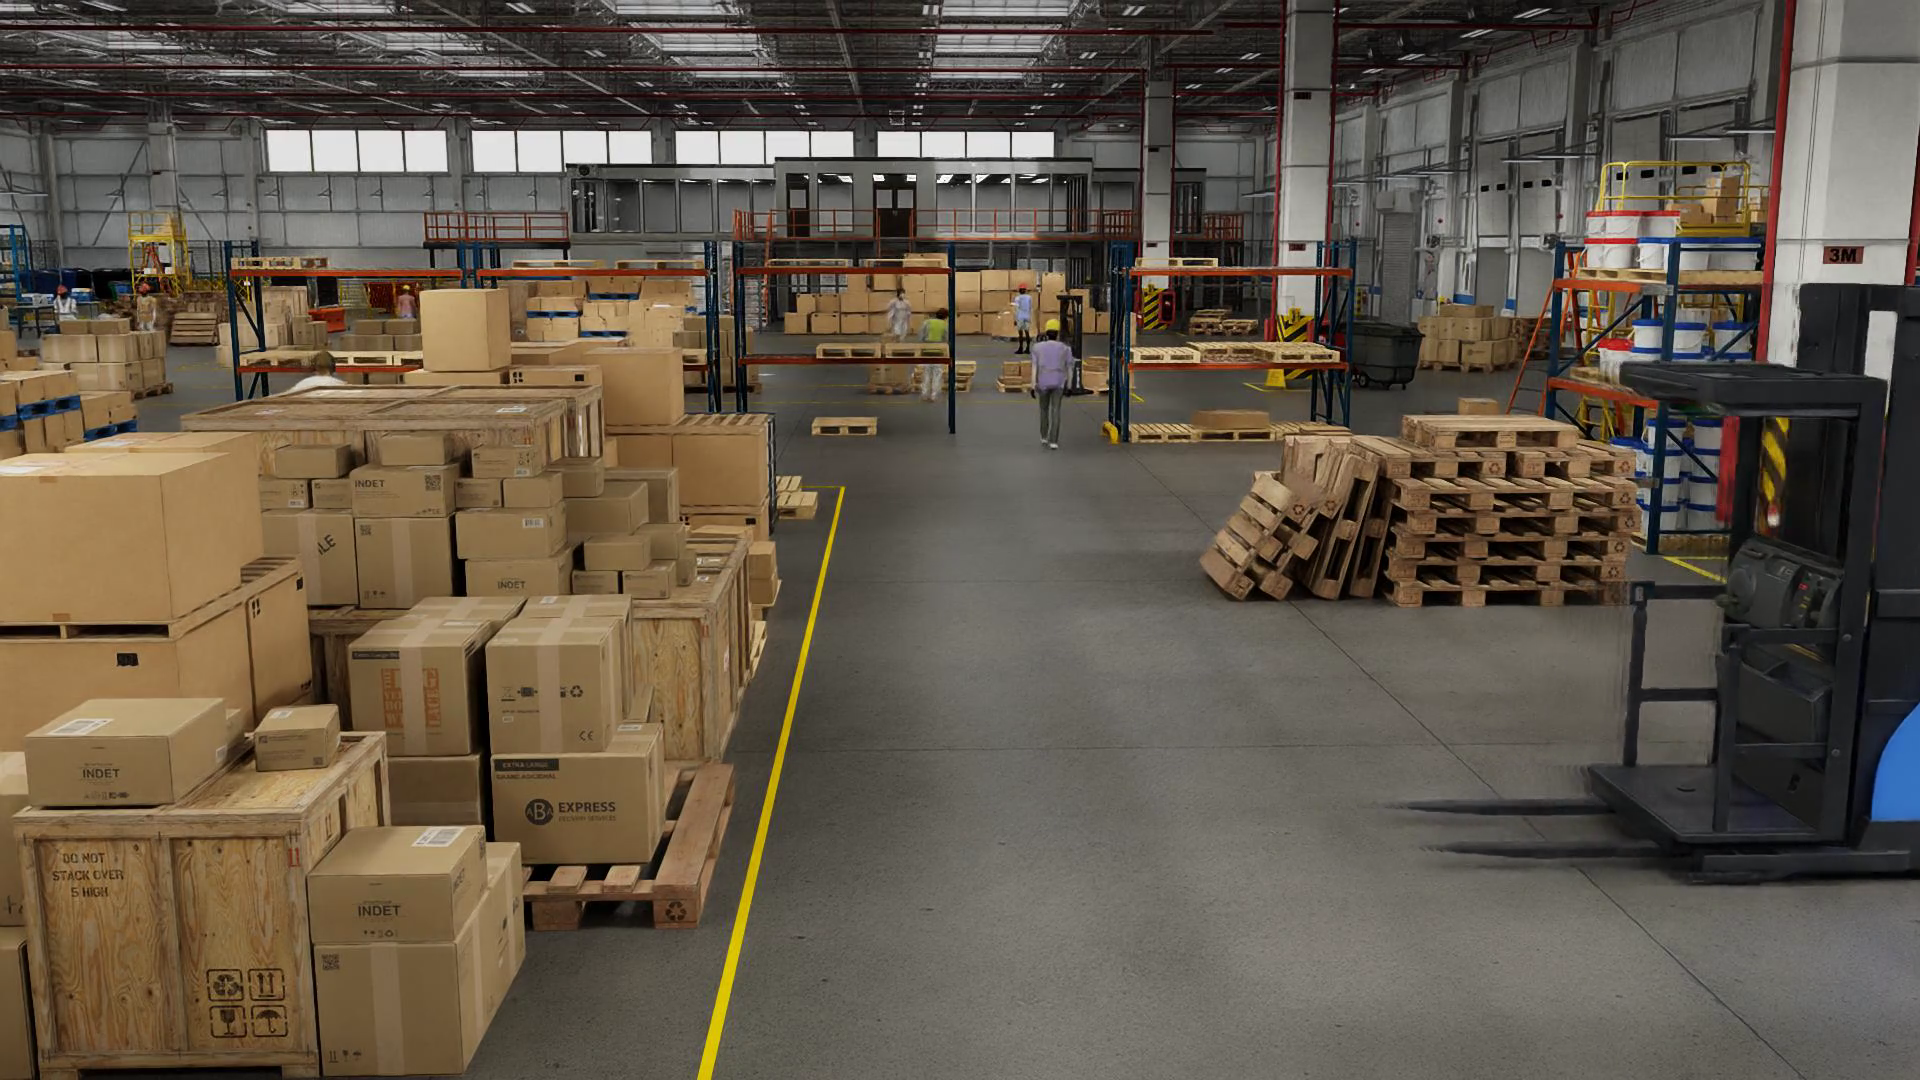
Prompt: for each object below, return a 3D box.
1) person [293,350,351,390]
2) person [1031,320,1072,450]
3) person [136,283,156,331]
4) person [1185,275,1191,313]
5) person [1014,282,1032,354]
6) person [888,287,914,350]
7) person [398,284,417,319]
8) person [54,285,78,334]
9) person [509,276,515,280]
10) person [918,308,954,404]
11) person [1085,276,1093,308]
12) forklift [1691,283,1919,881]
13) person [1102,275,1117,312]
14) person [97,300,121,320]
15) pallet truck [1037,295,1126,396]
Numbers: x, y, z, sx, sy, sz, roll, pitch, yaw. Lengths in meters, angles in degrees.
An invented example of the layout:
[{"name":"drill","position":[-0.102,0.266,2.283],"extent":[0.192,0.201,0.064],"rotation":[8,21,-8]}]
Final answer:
[{"name":"person","position":[-6.596,-1.001,17.230],"extent":[0.636,1.925,0.698],"rotation":[0,10,1]},{"name":"person","position":[1.358,-2.305,24.621],"extent":[0.611,1.873,0.983],"rotation":[0,10,3]},{"name":"person","position":[-21.732,-5.881,44.400],"extent":[0.585,1.920,0.527],"rotation":[1,10,8]},{"name":"person","position":[9.697,-10.720,71.159],"extent":[0.372,1.997,0.622],"rotation":[2,10,9]},{"name":"person","position":[1.695,-6.001,45.042],"extent":[0.542,1.938,0.357],"rotation":[-7,12,-34]},{"name":"person","position":[-1.399,-5.202,40.625],"extent":[0.653,1.913,0.754],"rotation":[-8,13,-39]},{"name":"person","position":[-16.740,-6.857,50.347],"extent":[0.527,1.747,0.616],"rotation":[1,10,3]},{"name":"person","position":[-23.500,-5.761,43.765],"extent":[0.568,1.916,0.547],"rotation":[-2,10,-12]},{"name":"person","position":[-17.361,-9.428,64.534],"extent":[0.529,1.788,0.965],"rotation":[-7,12,-32]},{"name":"person","position":[-0.435,-3.477,31.418],"extent":[0.698,1.794,0.703],"rotation":[2,10,9]},{"name":"person","position":[4.787,-8.958,62.055],"extent":[0.295,1.744,0.484],"rotation":[7,12,33]},{"name":"forklift","position":[4.411,0.147,8.163],"extent":[1.873,2.768,1.129],"rotation":[0,10,-2]},{"name":"person","position":[5.337,-8.394,58.563],"extent":[0.572,1.856,0.780],"rotation":[6,12,30]},{"name":"person","position":[-17.695,-4.105,34.808],"extent":[0.971,1.823,0.552],"rotation":[6,12,31]},{"name":"pallet truck","position":[2.483,-3.881,33.060],"extent":[1.885,1.965,0.823],"rotation":[-7,13,-36]}]
